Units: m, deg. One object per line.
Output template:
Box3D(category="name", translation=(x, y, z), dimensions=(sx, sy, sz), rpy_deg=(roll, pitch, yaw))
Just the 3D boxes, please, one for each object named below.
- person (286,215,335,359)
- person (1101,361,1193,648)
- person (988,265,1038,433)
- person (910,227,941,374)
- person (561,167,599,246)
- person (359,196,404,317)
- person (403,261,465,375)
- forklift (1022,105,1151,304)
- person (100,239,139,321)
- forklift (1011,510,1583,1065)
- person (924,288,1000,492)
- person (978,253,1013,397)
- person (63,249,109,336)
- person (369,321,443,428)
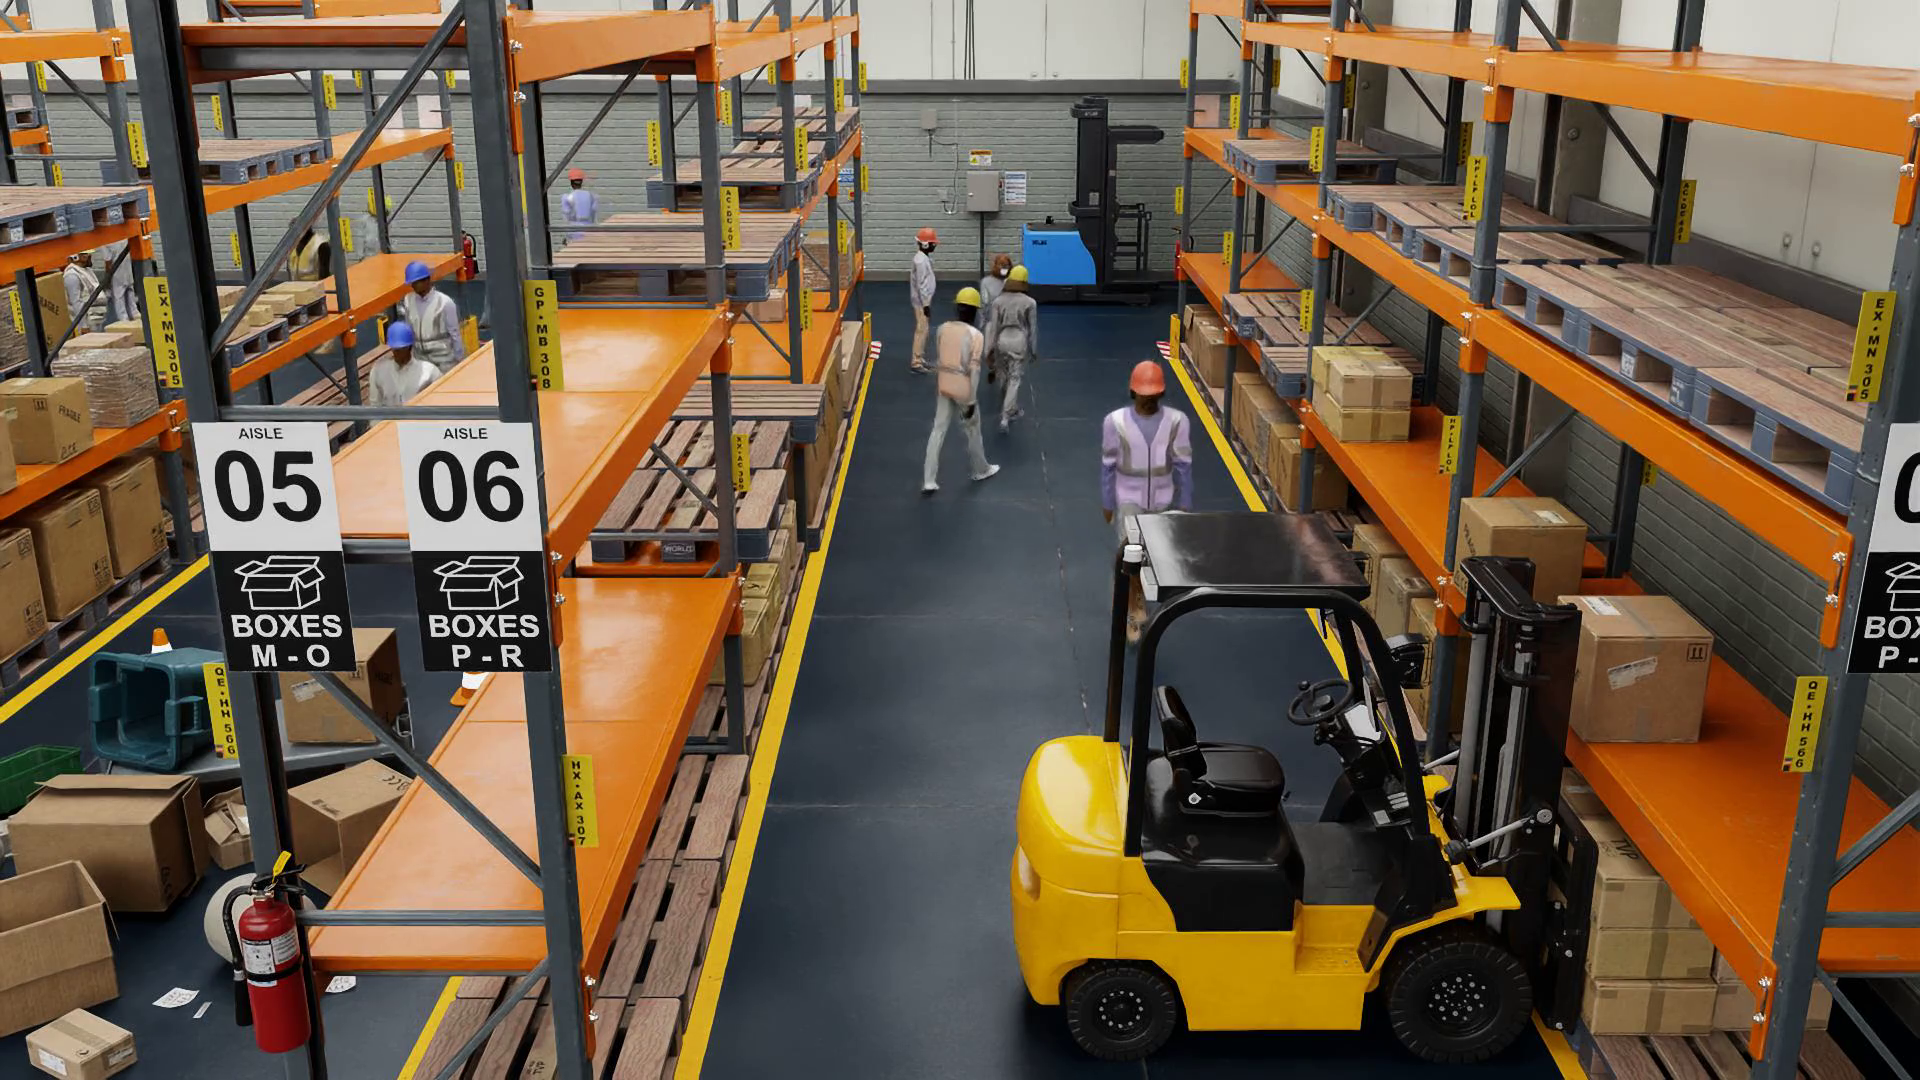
Box3D(category="person", translation=(-8.148, -3.134, 20.685), dimensions=(0.689, 1.788, 0.864), rpy_deg=(5, 19, 14))
Box3D(category="person", translation=(1.318, -0.254, 11.632), dimensions=(0.628, 1.992, 1.006), rpy_deg=(-1, 18, -4))
Box3D(category="person", translation=(0.536, -2.008, 17.411), dimensions=(0.509, 1.701, 0.875), rpy_deg=(8, 20, 23))
Box3D(category="person", translation=(-0.414, -2.881, 19.987), dimensions=(0.372, 1.740, 0.576), rpy_deg=(1, 18, 3))
Box3D(category="person", translation=(-5.705, -4.612, 24.944), dimensions=(0.545, 1.925, 0.411), rpy_deg=(-14, 23, -36))
Box3D(category="person", translation=(-8.126, -3.973, 23.371), dimensions=(0.612, 1.699, 0.346), rpy_deg=(-1, 18, -3))
Box3D(category="person", translation=(-5.189, -1.804, 16.449), dimensions=(0.717, 1.915, 0.489), rpy_deg=(6, 19, 18))
Box3D(category="forklift", translation=(1.857, -4.944, 24.441), dimensions=(1.873, 2.768, 1.129), rpy_deg=(0, 18, 0))
Box3D(category="person", translation=(-10.422, -3.165, 20.647), dimensions=(0.309, 1.868, 0.535), rpy_deg=(5, 19, 15))
Box3D(category="forklift", translation=(1.387, 1.055, 7.378), dimensions=(2.313, 2.155, 1.214), rpy_deg=(0, 18, 0))
Box3D(category="person", translation=(-0.024, -1.369, 15.249), dimensions=(0.607, 1.861, 1.031), rpy_deg=(14, 23, 36))
Box3D(category="person", translation=(0.462, -2.452, 18.863), dimensions=(0.524, 1.619, 0.463), rpy_deg=(0, 18, -1))
Box3D(category="person", translation=(-9.742, -2.478, 18.626), dimensions=(0.404, 1.831, 0.600), rpy_deg=(-5, 19, -14))
Box3D(category="person", translation=(-4.472, -0.864, 13.596), dimensions=(0.616, 1.923, 0.844), rpy_deg=(0, 18, 1))
